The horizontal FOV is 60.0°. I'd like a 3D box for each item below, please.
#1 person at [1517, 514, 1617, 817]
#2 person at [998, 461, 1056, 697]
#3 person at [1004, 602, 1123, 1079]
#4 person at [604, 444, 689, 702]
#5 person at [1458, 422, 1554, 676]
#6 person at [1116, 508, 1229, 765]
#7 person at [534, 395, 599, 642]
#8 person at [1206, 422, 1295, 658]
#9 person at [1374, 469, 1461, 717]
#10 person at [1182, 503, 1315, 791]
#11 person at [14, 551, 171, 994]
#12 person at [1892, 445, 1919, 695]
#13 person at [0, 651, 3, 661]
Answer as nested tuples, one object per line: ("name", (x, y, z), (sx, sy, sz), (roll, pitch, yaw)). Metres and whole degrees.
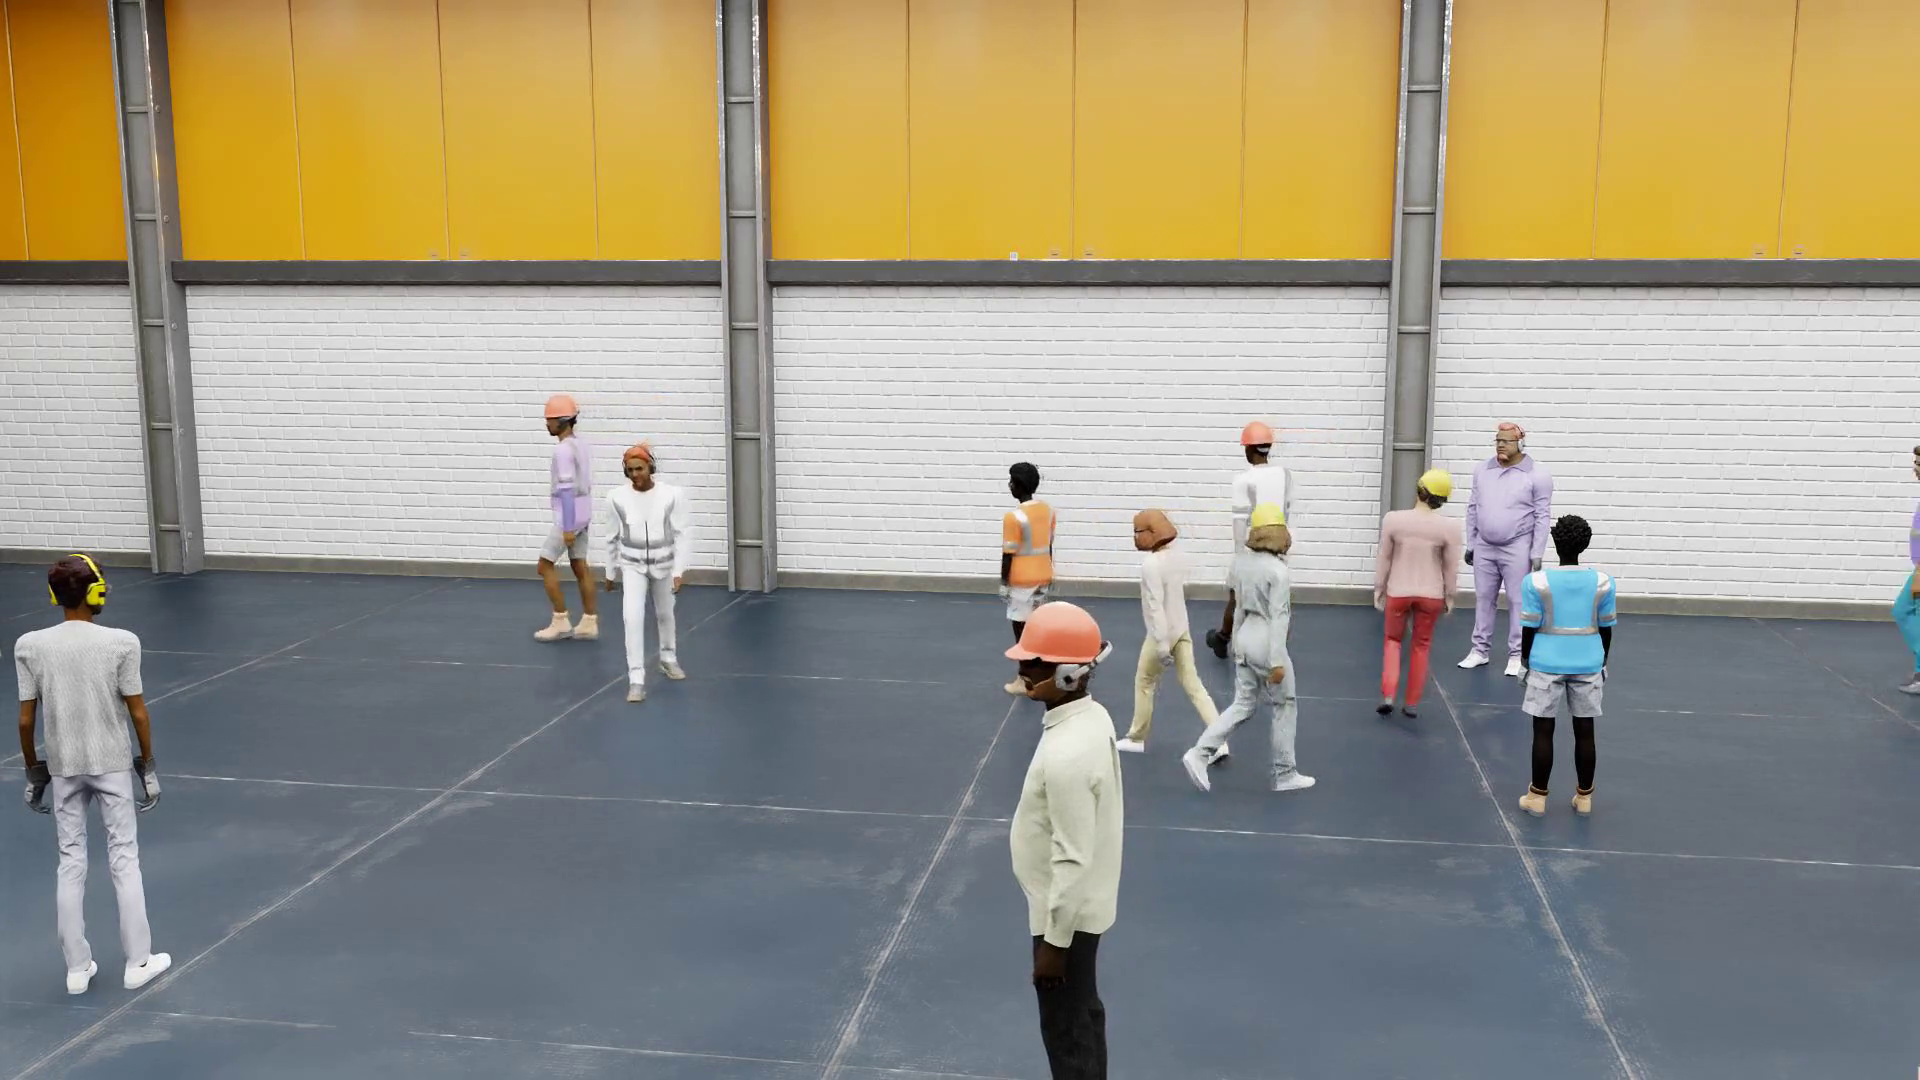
("person", (3.350, 0.702, 9.225), (0.533, 1.697, 0.318), (0, 9, 1))
("person", (0.466, 0.281, 11.823), (0.360, 1.684, 0.552), (7, 12, 37))
("person", (0.330, 1.179, 5.363), (0.385, 1.993, 0.623), (2, 9, 10))
("person", (-2.260, 0.193, 12.040), (0.607, 1.829, 0.921), (-2, 9, -10))
("person", (4.086, 0.063, 12.517), (0.636, 1.911, 0.404), (9, 13, 44))
("person", (1.311, 0.595, 10.229), (0.851, 1.586, 0.517), (7, 11, 36))
("person", (-3.274, -0.170, 13.583), (0.658, 2.023, 0.654), (0, 9, 2))
("person", (2.246, 0.043, 12.700), (0.557, 1.888, 0.949), (-3, 10, -19))
("person", (3.071, 0.366, 11.206), (0.549, 1.722, 0.388), (3, 10, 16))
("person", (1.686, 0.634, 9.612), (0.775, 1.700, 0.495), (-4, 10, -24))
("person", (-3.659, 0.979, 7.003), (0.526, 1.865, 0.315), (-2, 9, -10))
("person", (6.882, 0.216, 11.825), (0.477, 1.820, 0.589), (6, 11, 33))
("person", (-7.637, -0.024, 12.667), (0.390, 2.034, 0.605), (2, 9, 12))
